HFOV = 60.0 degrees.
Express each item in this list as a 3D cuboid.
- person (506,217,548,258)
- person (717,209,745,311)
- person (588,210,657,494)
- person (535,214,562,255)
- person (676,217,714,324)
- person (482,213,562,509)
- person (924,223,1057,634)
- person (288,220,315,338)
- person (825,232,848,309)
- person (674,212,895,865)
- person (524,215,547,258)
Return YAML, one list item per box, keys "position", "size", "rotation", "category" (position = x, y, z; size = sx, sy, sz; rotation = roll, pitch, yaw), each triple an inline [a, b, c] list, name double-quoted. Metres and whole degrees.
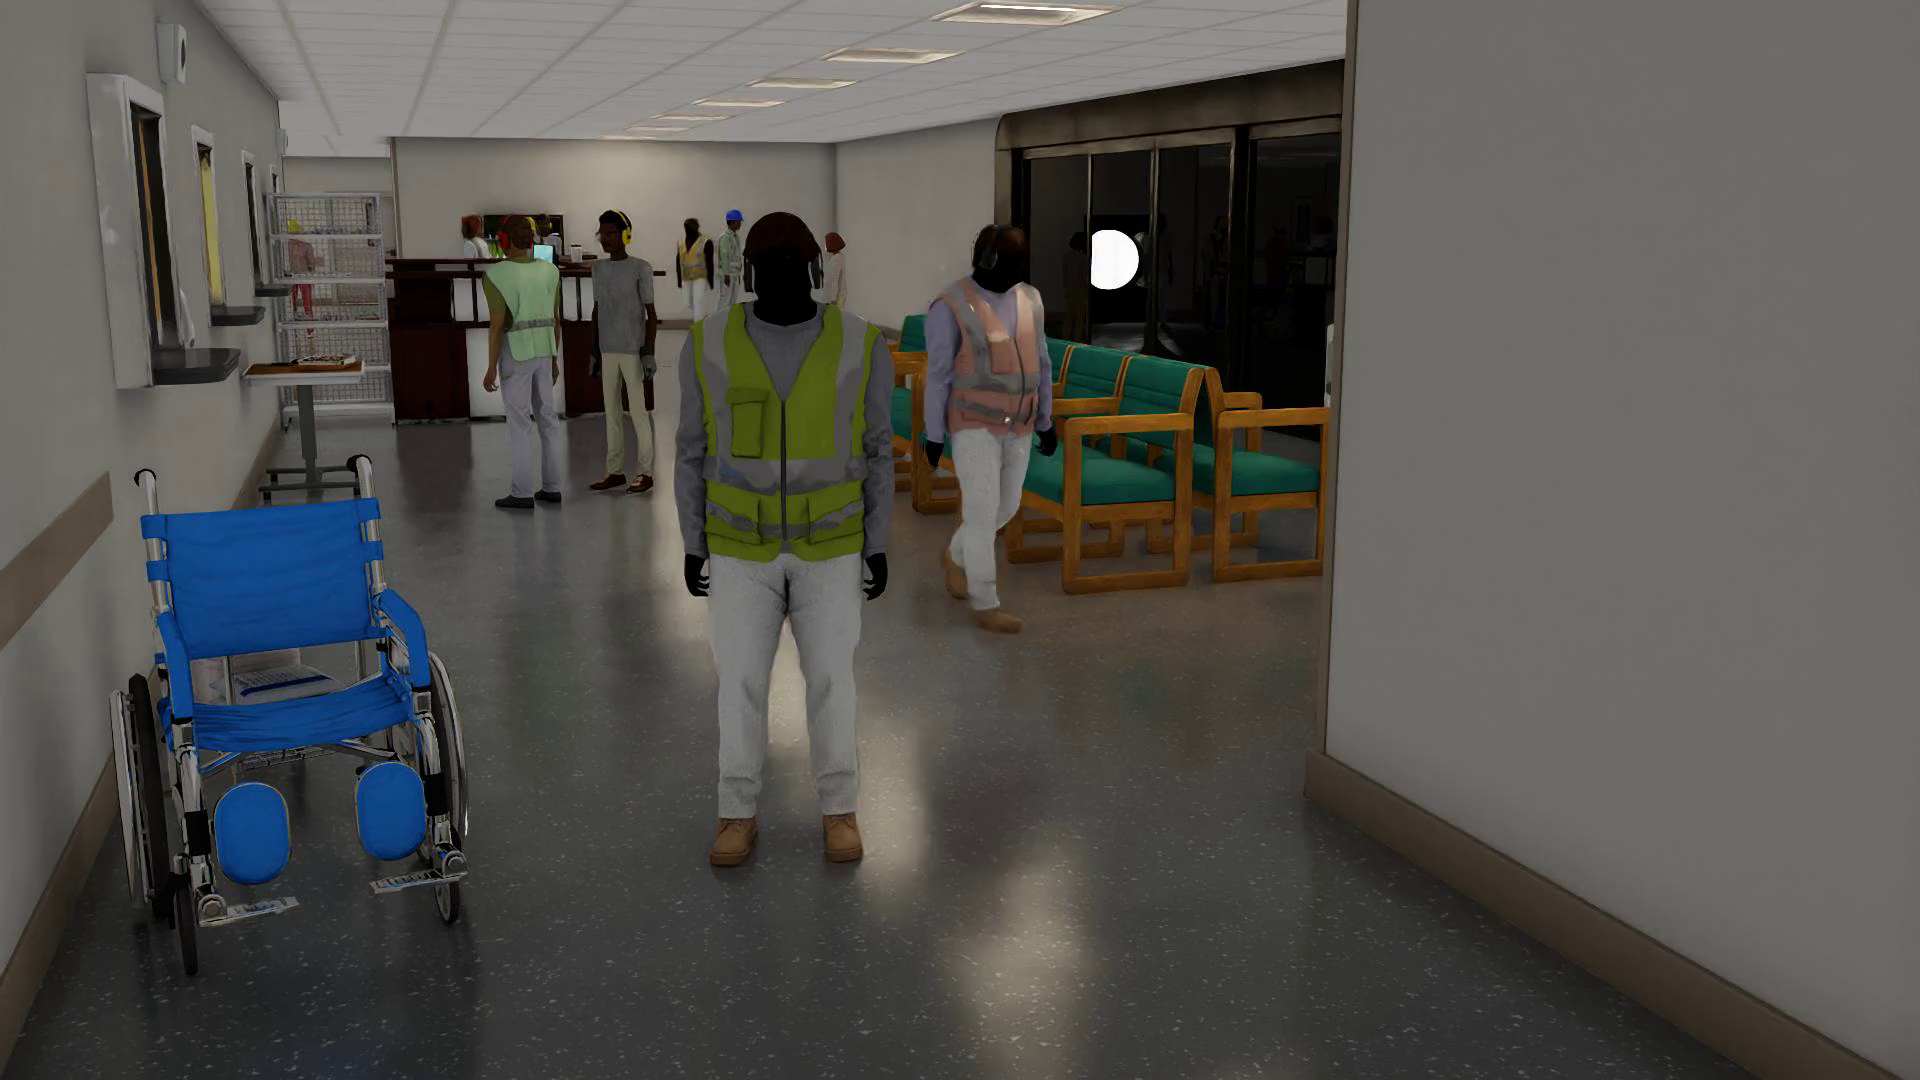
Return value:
- position: [-5.762, -3.400, 22.266]
  size: [0.595, 1.825, 0.404]
  rotation: [-4, 12, -21]
  category: "person"
- position: [-3.493, -4.085, 25.502]
  size: [0.436, 1.935, 0.621]
  rotation: [3, 11, 14]
  category: "person"
- position: [-2.251, -1.239, 11.047]
  size: [0.537, 1.869, 0.314]
  rotation: [5, 12, 25]
  category: "person"
- position: [-5.919, -3.721, 23.793]
  size: [0.532, 1.865, 0.311]
  rotation: [-4, 12, -21]
  category: "person"
- position: [-4.020, -4.020, 25.456]
  size: [0.652, 1.817, 0.650]
  rotation: [5, 12, 23]
  category: "person"
- position: [-2.740, -1.118, 10.481]
  size: [0.389, 1.848, 0.563]
  rotation: [8, 13, 35]
  category: "person"
- position: [0.092, -0.534, 7.607]
  size: [0.633, 1.809, 0.808]
  rotation: [-9, 14, -39]
  category: "person"
- position: [-9.968, -3.913, 25.036]
  size: [0.526, 1.765, 0.329]
  rotation: [0, 11, -1]
  category: "person"
- position: [-1.582, -3.107, 21.268]
  size: [0.285, 1.627, 0.504]
  rotation: [1, 11, 3]
  category: "person"
- position: [-0.491, 0.009, 4.716]
  size: [0.627, 1.844, 0.429]
  rotation: [-1, 11, -5]
  category: "person"
- position: [-5.718, -3.419, 22.297]
  size: [0.347, 1.842, 0.505]
  rotation: [6, 12, 27]
  category: "person"
